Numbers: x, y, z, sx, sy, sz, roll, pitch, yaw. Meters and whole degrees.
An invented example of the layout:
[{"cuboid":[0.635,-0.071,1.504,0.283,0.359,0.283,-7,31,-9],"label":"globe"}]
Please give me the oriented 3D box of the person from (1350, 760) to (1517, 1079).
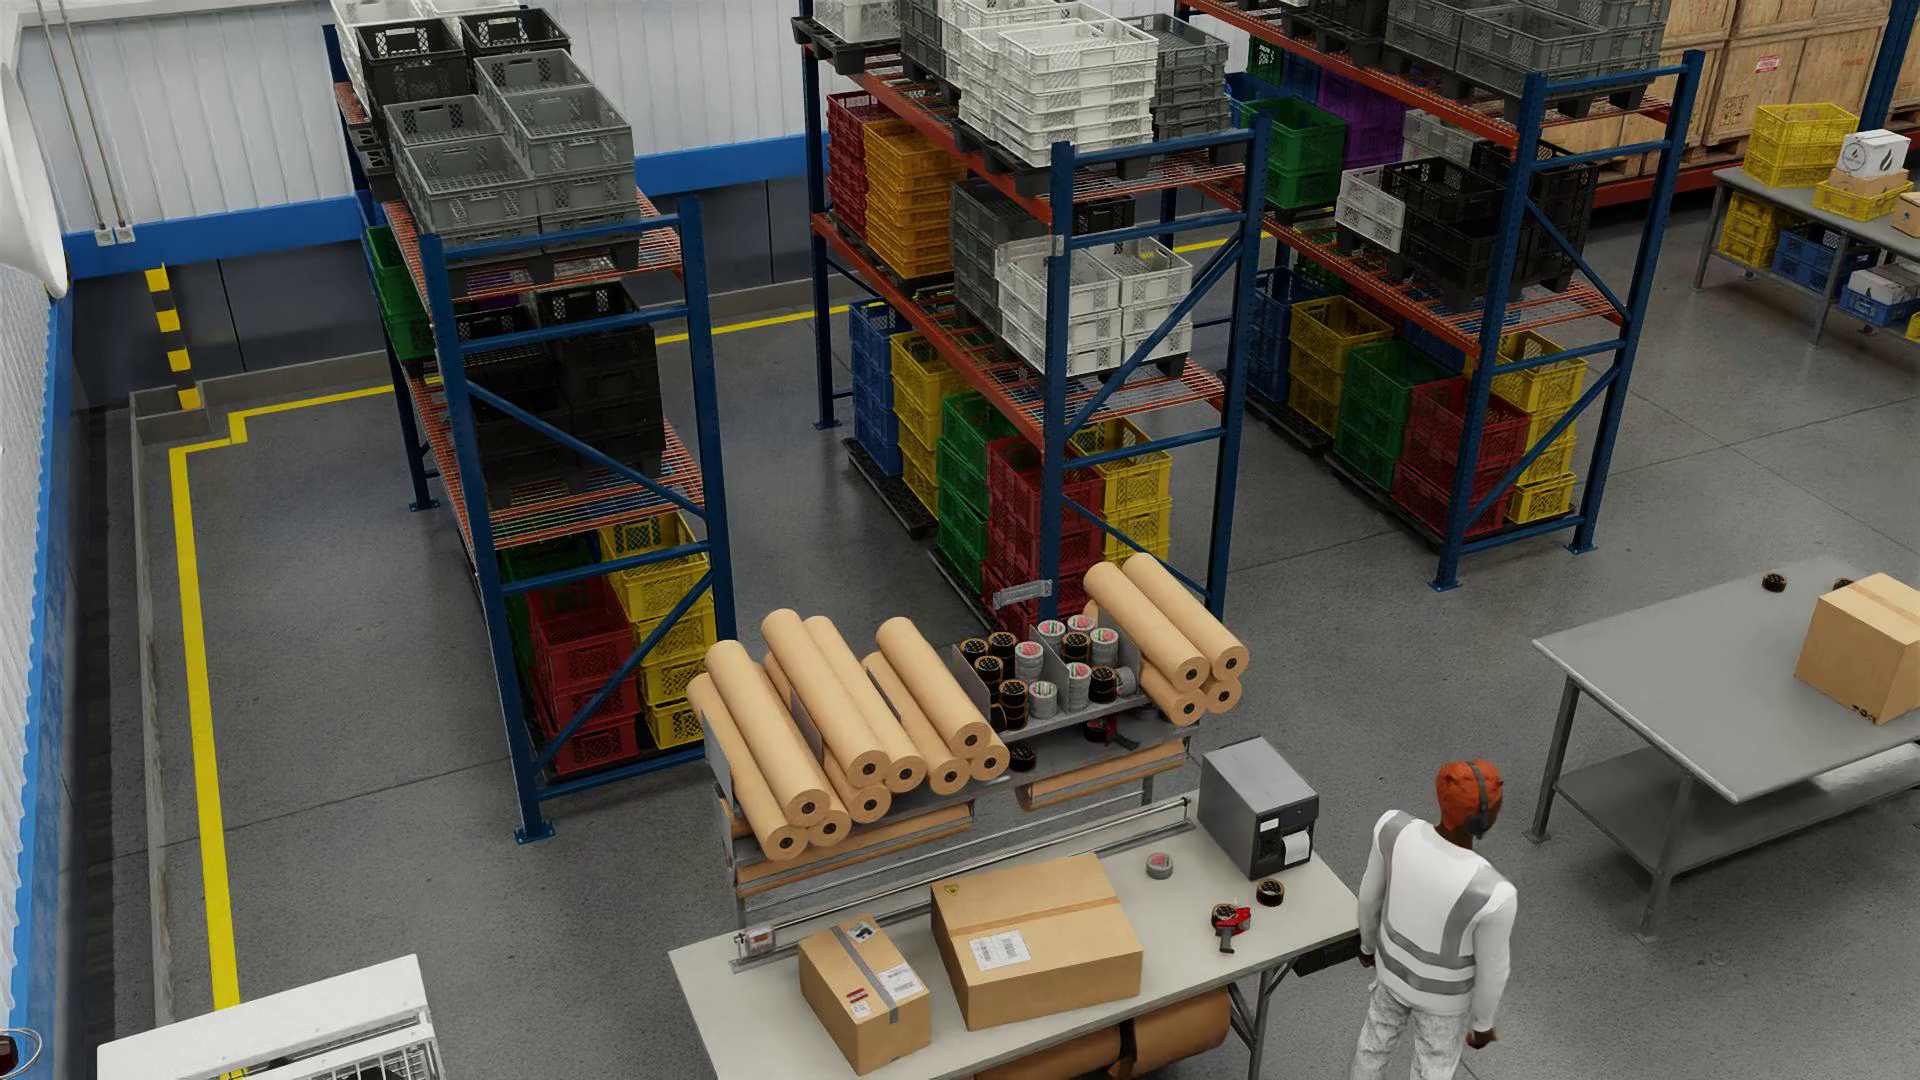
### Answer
[{"cuboid":[1.656,1.553,5.910,0.350,1.881,0.575,-23,38,-32],"label":"person"}]
